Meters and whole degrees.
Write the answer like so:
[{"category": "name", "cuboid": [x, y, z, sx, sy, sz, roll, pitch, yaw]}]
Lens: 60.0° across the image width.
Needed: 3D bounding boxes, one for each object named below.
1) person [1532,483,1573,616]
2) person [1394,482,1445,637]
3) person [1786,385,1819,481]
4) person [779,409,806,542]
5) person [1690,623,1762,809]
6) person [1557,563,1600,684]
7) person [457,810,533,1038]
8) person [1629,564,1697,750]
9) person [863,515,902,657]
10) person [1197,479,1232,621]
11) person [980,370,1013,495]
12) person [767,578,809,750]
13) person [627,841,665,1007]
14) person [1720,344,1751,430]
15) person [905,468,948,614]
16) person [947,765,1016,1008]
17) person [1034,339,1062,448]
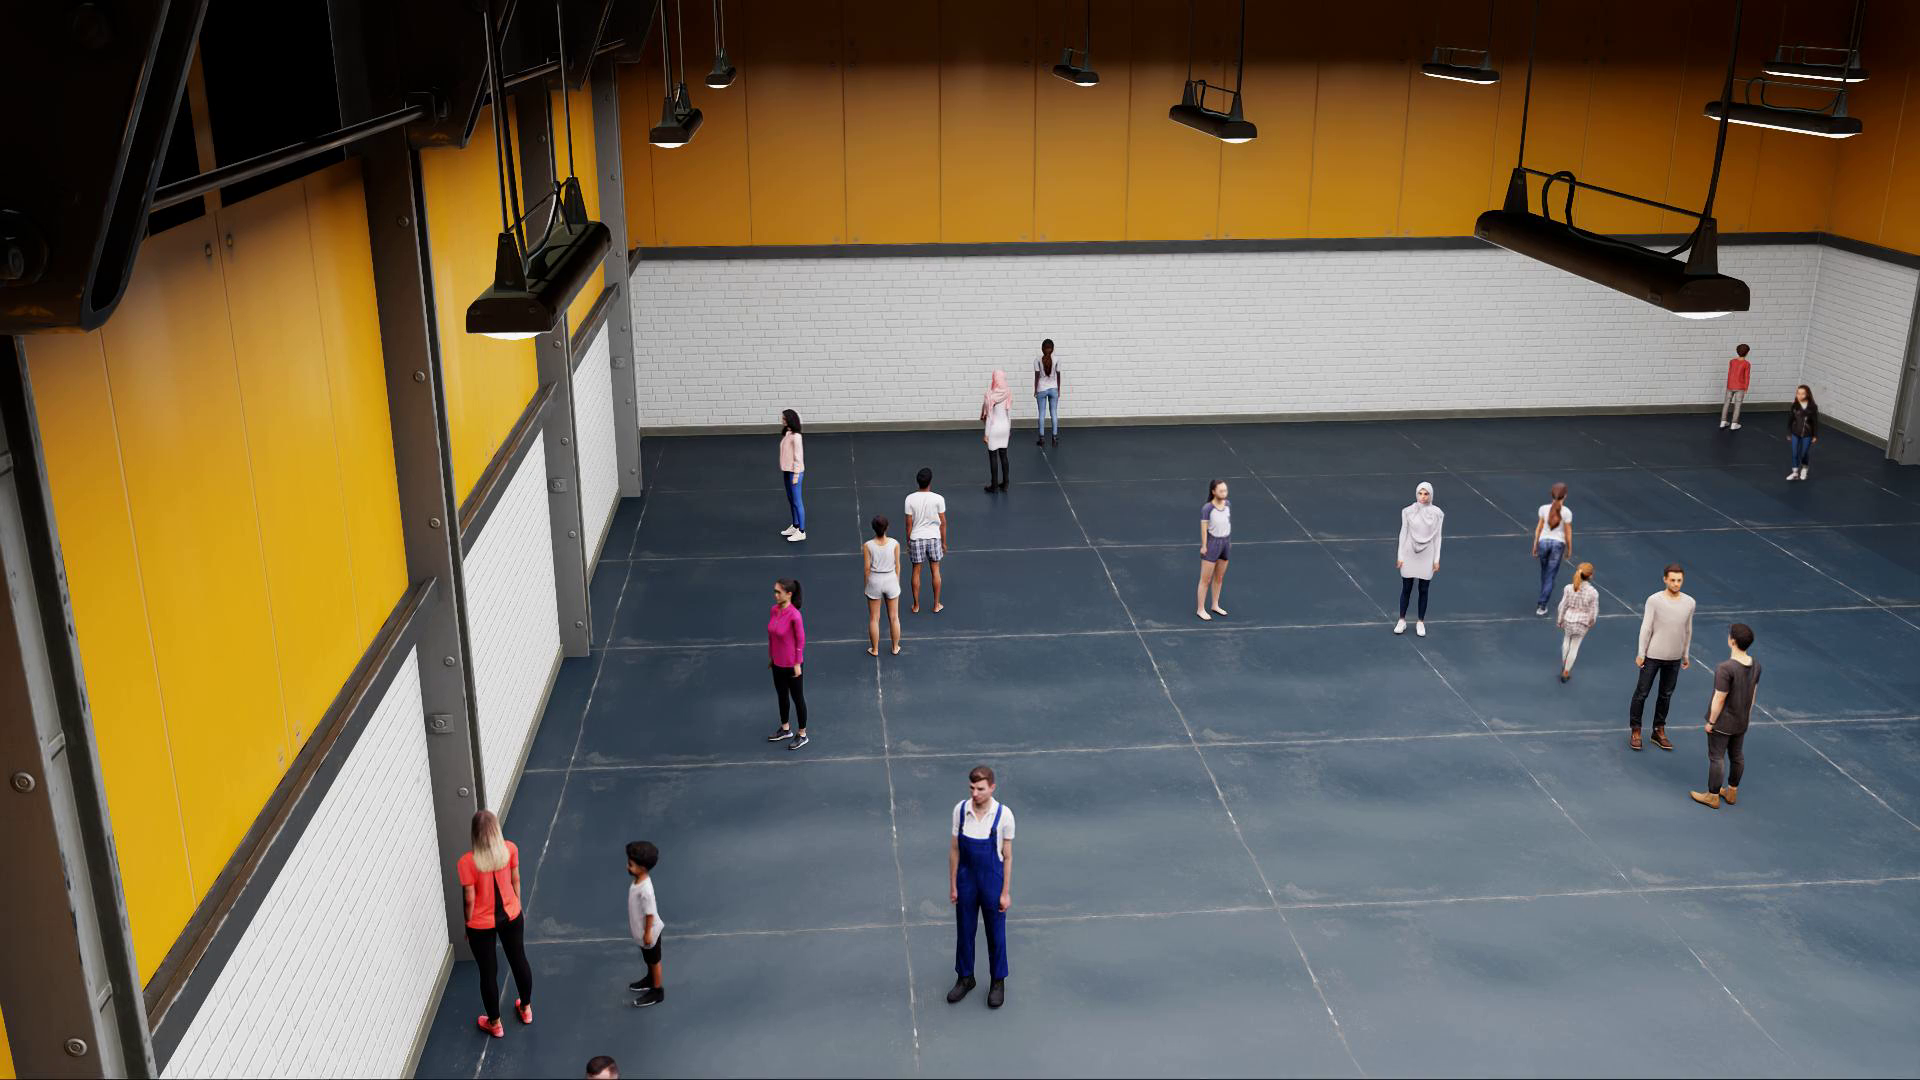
[{"category": "person", "cuboid": [6.867, 0.123, 19.364, 0.978, 1.519, 1.079, 13, 22, 33]}, {"category": "person", "cuboid": [5.168, 0.204, 18.724, 0.685, 1.775, 0.668, 5, 19, 16]}, {"category": "person", "cuboid": [12.444, -1.578, 24.509, 0.791, 1.460, 0.730, -16, 25, -40]}, {"category": "person", "cuboid": [-2.196, -0.867, 21.914, 0.771, 1.768, 0.593, -8, 20, -21]}, {"category": "person", "cuboid": [6.854, 1.558, 14.793, 0.665, 1.717, 0.624, -6, 20, -17]}, {"category": "person", "cuboid": [6.456, 0.885, 17.464, 0.754, 1.288, 0.828, 12, 22, 31]}, {"category": "person", "cuboid": [-3.238, 2.651, 11.584, 0.680, 1.693, 0.707, -15, 24, -37]}, {"category": "person", "cuboid": [6.726, 1.102, 15.915, 0.670, 1.866, 0.567, 0, 19, 0]}, {"category": "person", "cuboid": [-0.847, 0.490, 18.142, 0.576, 1.604, 0.571, -3, 19, -9]}, {"category": "person", "cuboid": [2.952, 0.091, 19.254, 0.668, 1.650, 0.670, -13, 22, -33]}, {"category": "person", "cuboid": [0.540, -1.566, 23.935, 0.739, 1.804, 0.760, -13, 23, -34]}, {"category": "person", "cuboid": [-1.652, 1.166, 15.986, 0.688, 1.699, 0.752, 16, 24, 39]}, {"category": "person", "cuboid": [-2.258, 2.744, 11.989, 0.597, 1.260, 0.484, -6, 20, -18]}, {"category": "person", "cuboid": [12.802, -2.540, 27.434, 0.640, 1.415, 0.559, -16, 24, -39]}, {"category": "person", "cuboid": [-0.405, 0.006, 19.374, 0.652, 1.735, 0.565, 1, 19, 2]}, {"category": "person", "cuboid": [0.160, 2.449, 11.937, 0.700, 1.851, 0.687, 5, 19, 15]}, {"category": "person", "cuboid": [1.389, -2.349, 26.391, 0.579, 1.719, 0.520, -2, 19, -6]}]
